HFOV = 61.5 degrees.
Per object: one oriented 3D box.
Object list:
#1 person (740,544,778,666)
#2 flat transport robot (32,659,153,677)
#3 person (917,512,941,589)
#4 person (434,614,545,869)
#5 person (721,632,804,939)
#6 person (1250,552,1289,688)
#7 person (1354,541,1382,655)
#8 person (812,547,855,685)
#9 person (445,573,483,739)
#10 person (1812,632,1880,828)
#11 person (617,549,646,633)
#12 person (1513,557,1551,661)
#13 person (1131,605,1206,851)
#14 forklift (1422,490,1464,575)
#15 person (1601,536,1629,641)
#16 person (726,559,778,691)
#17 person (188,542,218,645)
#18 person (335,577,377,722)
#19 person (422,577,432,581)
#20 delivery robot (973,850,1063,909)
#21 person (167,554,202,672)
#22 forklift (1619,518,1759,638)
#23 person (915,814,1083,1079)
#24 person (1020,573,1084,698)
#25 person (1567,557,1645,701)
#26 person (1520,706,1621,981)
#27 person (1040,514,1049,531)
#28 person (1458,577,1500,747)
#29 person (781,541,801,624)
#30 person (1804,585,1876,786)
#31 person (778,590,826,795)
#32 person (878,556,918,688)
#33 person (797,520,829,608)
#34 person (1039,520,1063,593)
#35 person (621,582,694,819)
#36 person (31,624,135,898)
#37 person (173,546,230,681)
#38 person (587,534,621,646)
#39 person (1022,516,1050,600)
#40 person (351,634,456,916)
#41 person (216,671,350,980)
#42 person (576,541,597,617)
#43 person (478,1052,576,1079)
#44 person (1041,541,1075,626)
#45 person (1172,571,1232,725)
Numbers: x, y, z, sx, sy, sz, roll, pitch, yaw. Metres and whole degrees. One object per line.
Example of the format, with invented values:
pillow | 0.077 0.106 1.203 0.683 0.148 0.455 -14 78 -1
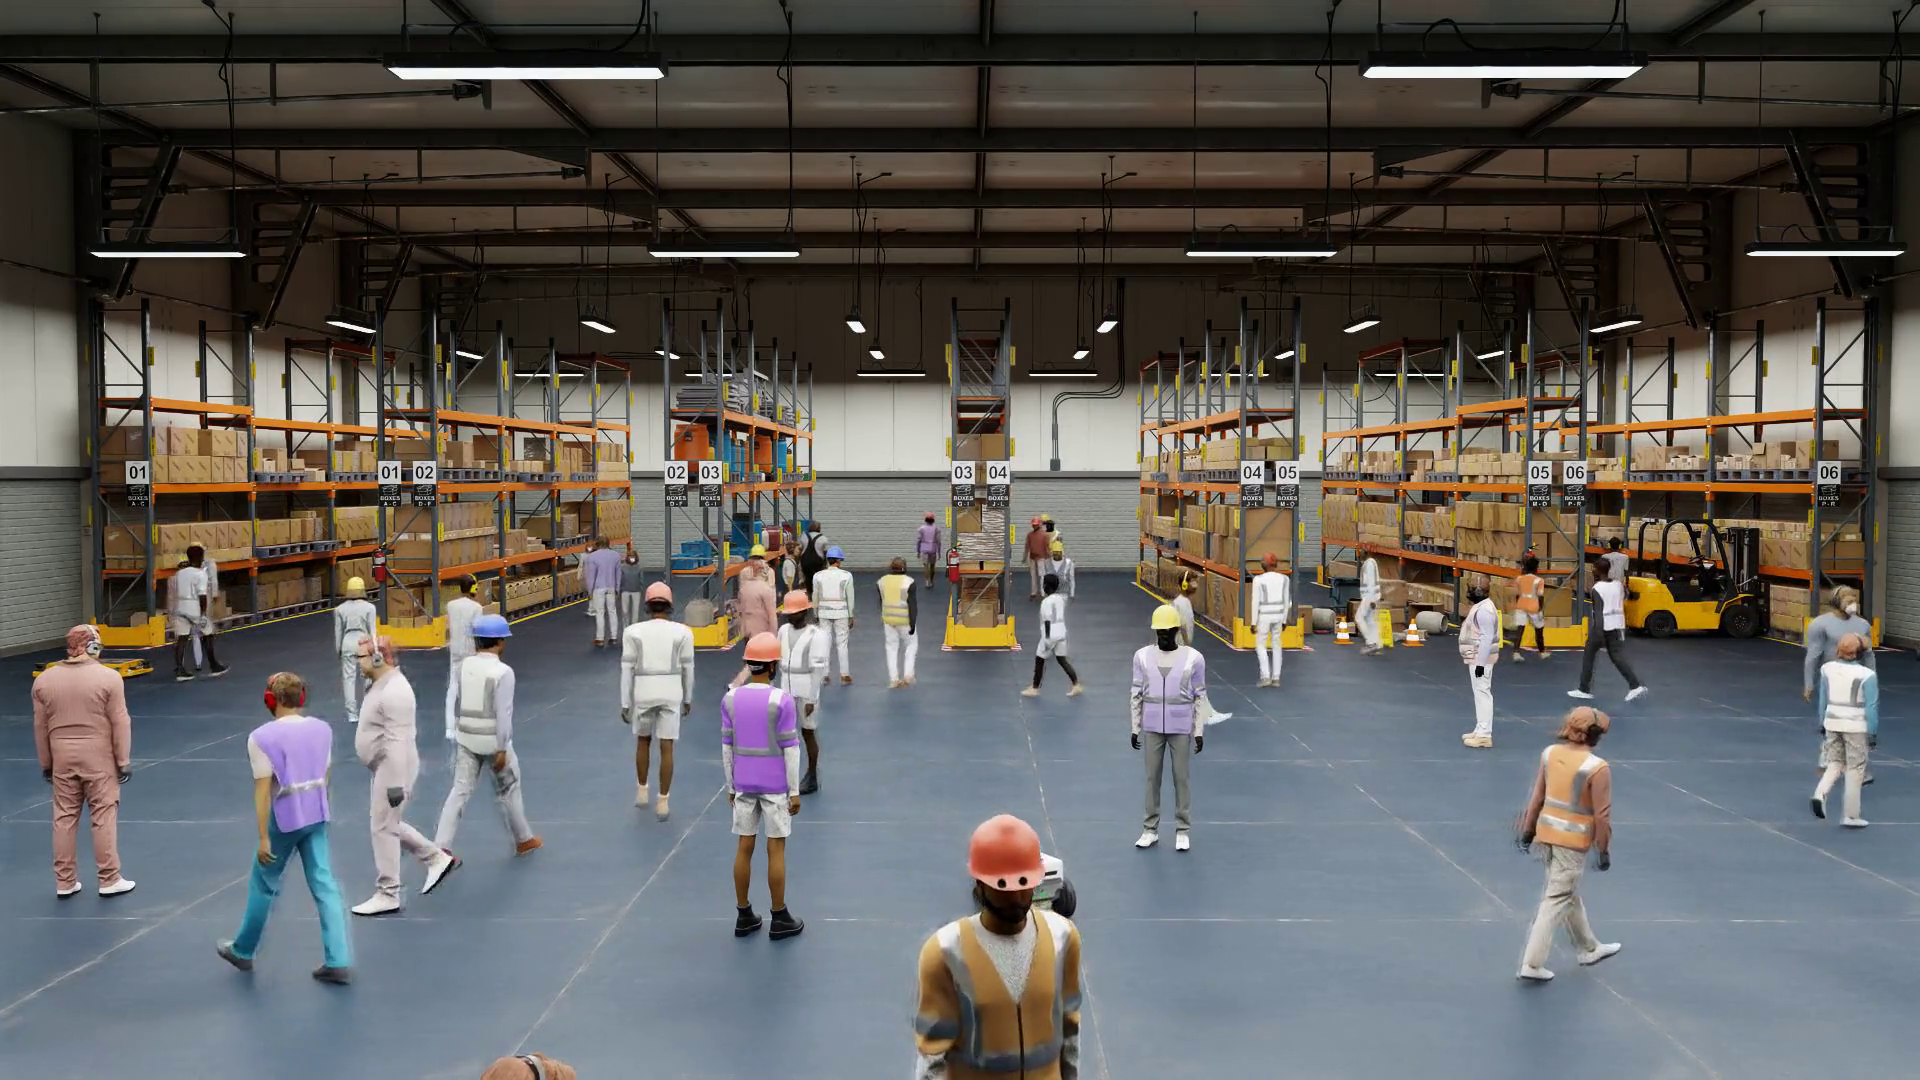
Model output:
person | -3.114 1.013 24.692 0.593 1.905 0.855 1 3 26
flat transport robot | -12.715 1.874 23.691 1.431 0.197 0.652 0 2 0
person | -0.805 0.276 42.065 0.621 1.999 1.027 0 2 0
person | -3.605 1.512 12.231 0.617 1.904 1.020 1 3 29
person | -1.261 1.561 10.362 0.543 1.939 0.355 1 2 22
person | 4.312 1.110 22.488 0.590 1.885 0.379 -1 2 -17
person | 6.709 0.956 26.510 0.509 1.868 0.569 1 2 20
person | -1.780 1.068 22.766 0.605 1.938 0.412 0 2 9
person | -5.556 1.297 18.329 0.515 1.829 0.936 1 2 17
person | 7.394 1.588 13.481 0.415 1.627 0.531 -1 3 -25
person | -5.941 0.967 29.216 0.521 1.615 0.412 0 2 -12
person | 9.039 1.099 25.569 0.861 1.646 0.544 -2 3 -39
person | 1.635 1.471 12.743 0.594 1.925 0.369 1 2 19
forklift | 13.926 -0.371 47.846 1.873 2.768 1.129 0 2 0
person | 11.624 0.869 28.698 0.532 1.864 0.310 0 2 3
person | -2.640 1.177 20.836 0.845 1.876 0.641 -1 3 -32
person | -13.196 0.928 28.072 0.601 1.802 0.440 1 2 21
person | -7.246 1.305 19.460 0.517 1.710 0.762 0 2 -5
person | -10.927 0.647 33.442 0.548 1.932 0.377 1 3 26
delivery robot | 0.384 2.198 10.841 0.477 0.478 0.707 -1 3 -30
person | -11.647 1.093 24.291 0.534 1.767 0.319 -2 3 -35
forklift | 13.417 0.684 29.791 2.313 2.155 1.214 0 2 0
person | 0.154 1.790 4.919 0.572 1.904 0.786 -1 2 -19
person | 1.242 1.263 21.349 0.837 1.660 0.539 1 3 31
person | 8.519 1.161 21.224 0.592 1.881 0.959 -2 3 -35
person | 3.591 1.763 9.439 0.810 1.594 0.572 -1 2 -20
person | 2.452 0.142 47.649 0.552 1.814 0.598 1 2 21
person | 5.663 1.320 17.633 0.429 1.841 0.633 1 2 16
person | -2.835 0.937 27.290 0.366 1.843 0.514 0 2 0
person | 8.451 1.385 15.361 0.653 1.892 0.915 0 2 -11
person | -1.533 1.407 14.714 0.568 1.896 0.853 2 3 34
person | -0.819 1.138 22.509 0.630 1.824 0.569 1 3 25
person | -3.276 0.514 35.983 0.721 2.000 1.009 0 2 12
person | 2.245 0.414 40.402 0.626 1.846 0.429 1 3 26
person | -2.633 1.374 14.096 0.613 2.010 0.797 0 2 -8
person | -6.116 1.542 11.317 0.636 1.902 0.406 0 2 -1
person | -11.043 1.045 23.414 0.634 1.923 0.925 1 2 19
person | -6.174 0.860 27.998 0.635 1.937 0.353 -2 3 -40
person | 1.815 0.424 38.399 0.644 1.983 0.436 2 3 38
person | -3.808 1.565 10.995 0.599 1.881 0.688 -1 3 -25
person | -3.955 1.670 9.497 0.997 1.781 0.580 1 3 30
person | -7.690 0.813 33.578 0.504 1.587 0.868 0 2 12
person | -0.994 1.976 3.629 0.512 1.640 0.309 2 3 41
person | 1.740 0.913 28.629 0.605 1.807 0.855 1 2 14
person | 2.721 1.278 18.819 0.919 1.826 0.566 1 2 18
